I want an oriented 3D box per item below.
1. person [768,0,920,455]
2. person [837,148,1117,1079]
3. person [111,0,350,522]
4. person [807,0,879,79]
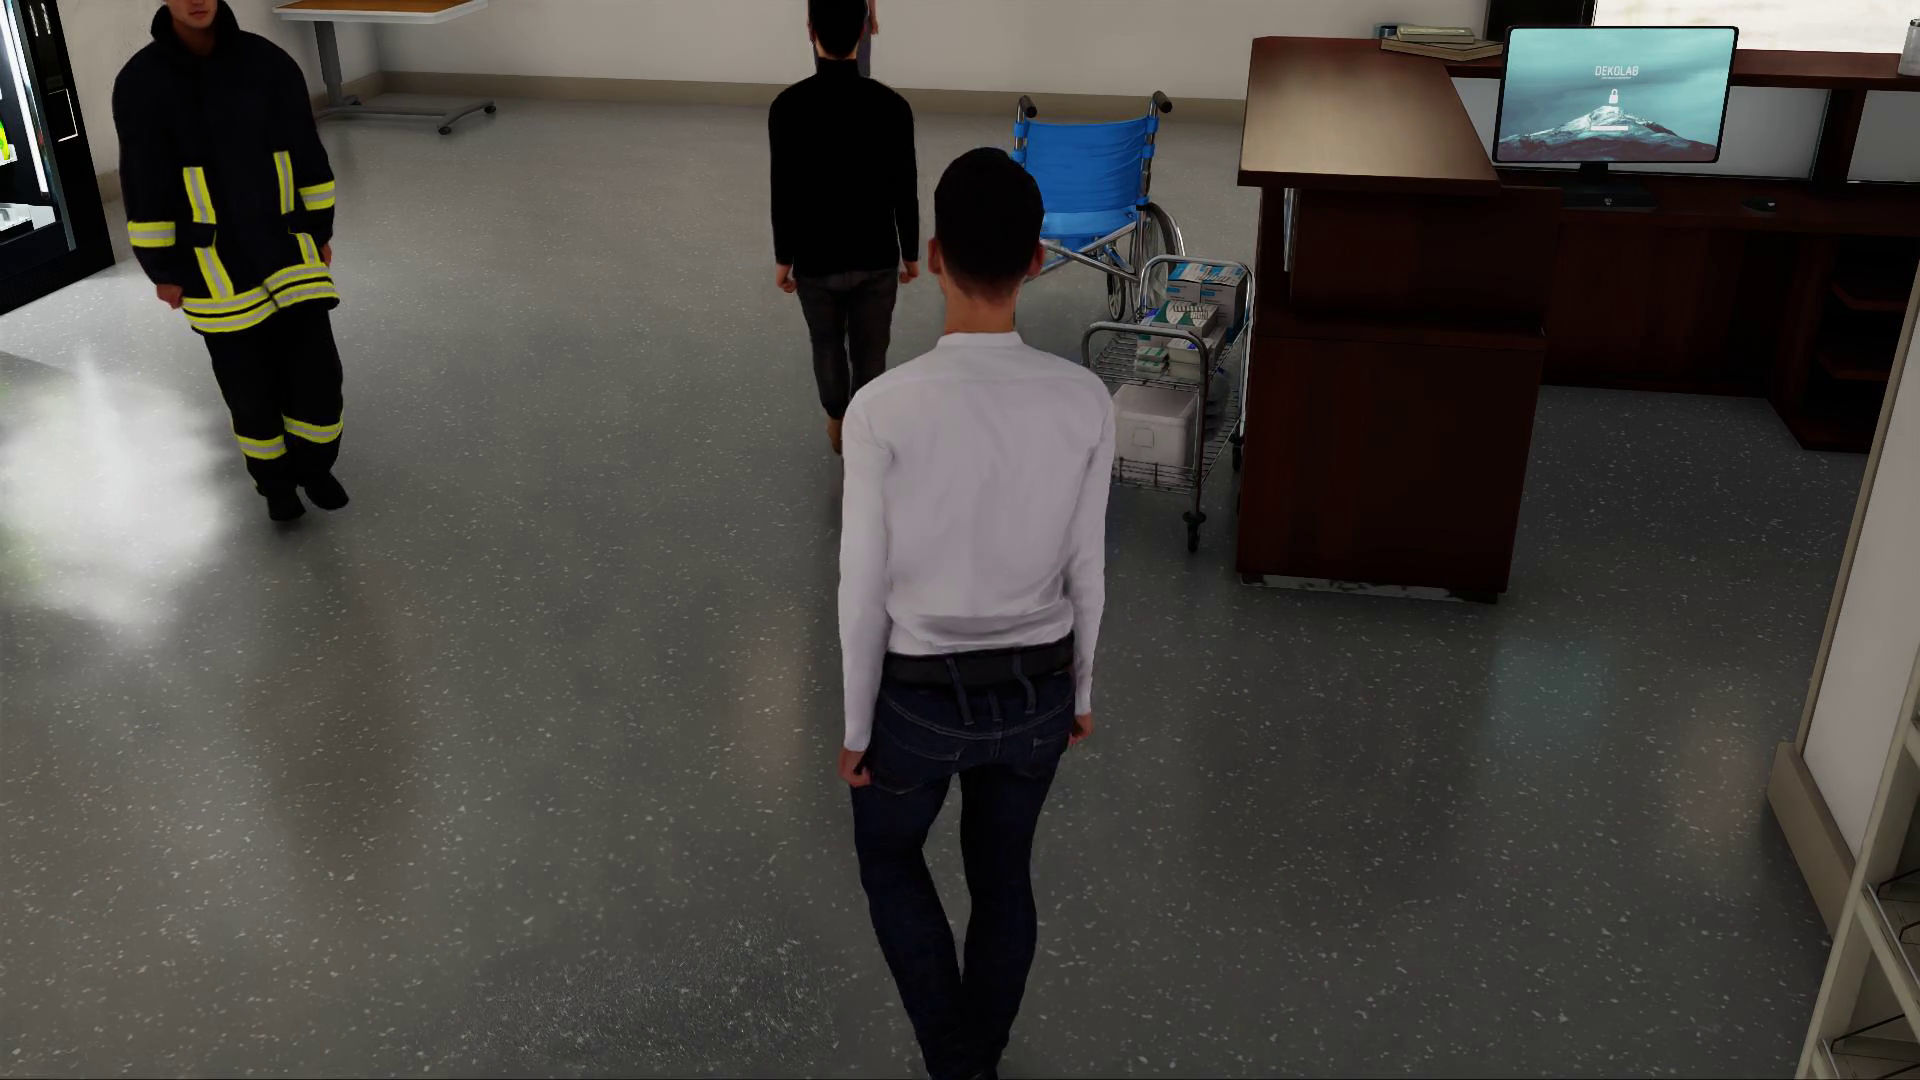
[{"bbox_3d":[-0.381,-0.968,5.622,0.802,1.703,1.134,-1,26,-2],"label":"person"},{"bbox_3d":[0.038,0.315,2.791,0.832,1.852,0.960,-7,27,-13],"label":"person"},{"bbox_3d":[-2.344,-0.980,5.405,0.918,1.914,0.967,-15,30,-29],"label":"person"},{"bbox_3d":[-0.748,-3.282,10.385,0.610,1.734,0.536,3,26,6],"label":"person"}]
